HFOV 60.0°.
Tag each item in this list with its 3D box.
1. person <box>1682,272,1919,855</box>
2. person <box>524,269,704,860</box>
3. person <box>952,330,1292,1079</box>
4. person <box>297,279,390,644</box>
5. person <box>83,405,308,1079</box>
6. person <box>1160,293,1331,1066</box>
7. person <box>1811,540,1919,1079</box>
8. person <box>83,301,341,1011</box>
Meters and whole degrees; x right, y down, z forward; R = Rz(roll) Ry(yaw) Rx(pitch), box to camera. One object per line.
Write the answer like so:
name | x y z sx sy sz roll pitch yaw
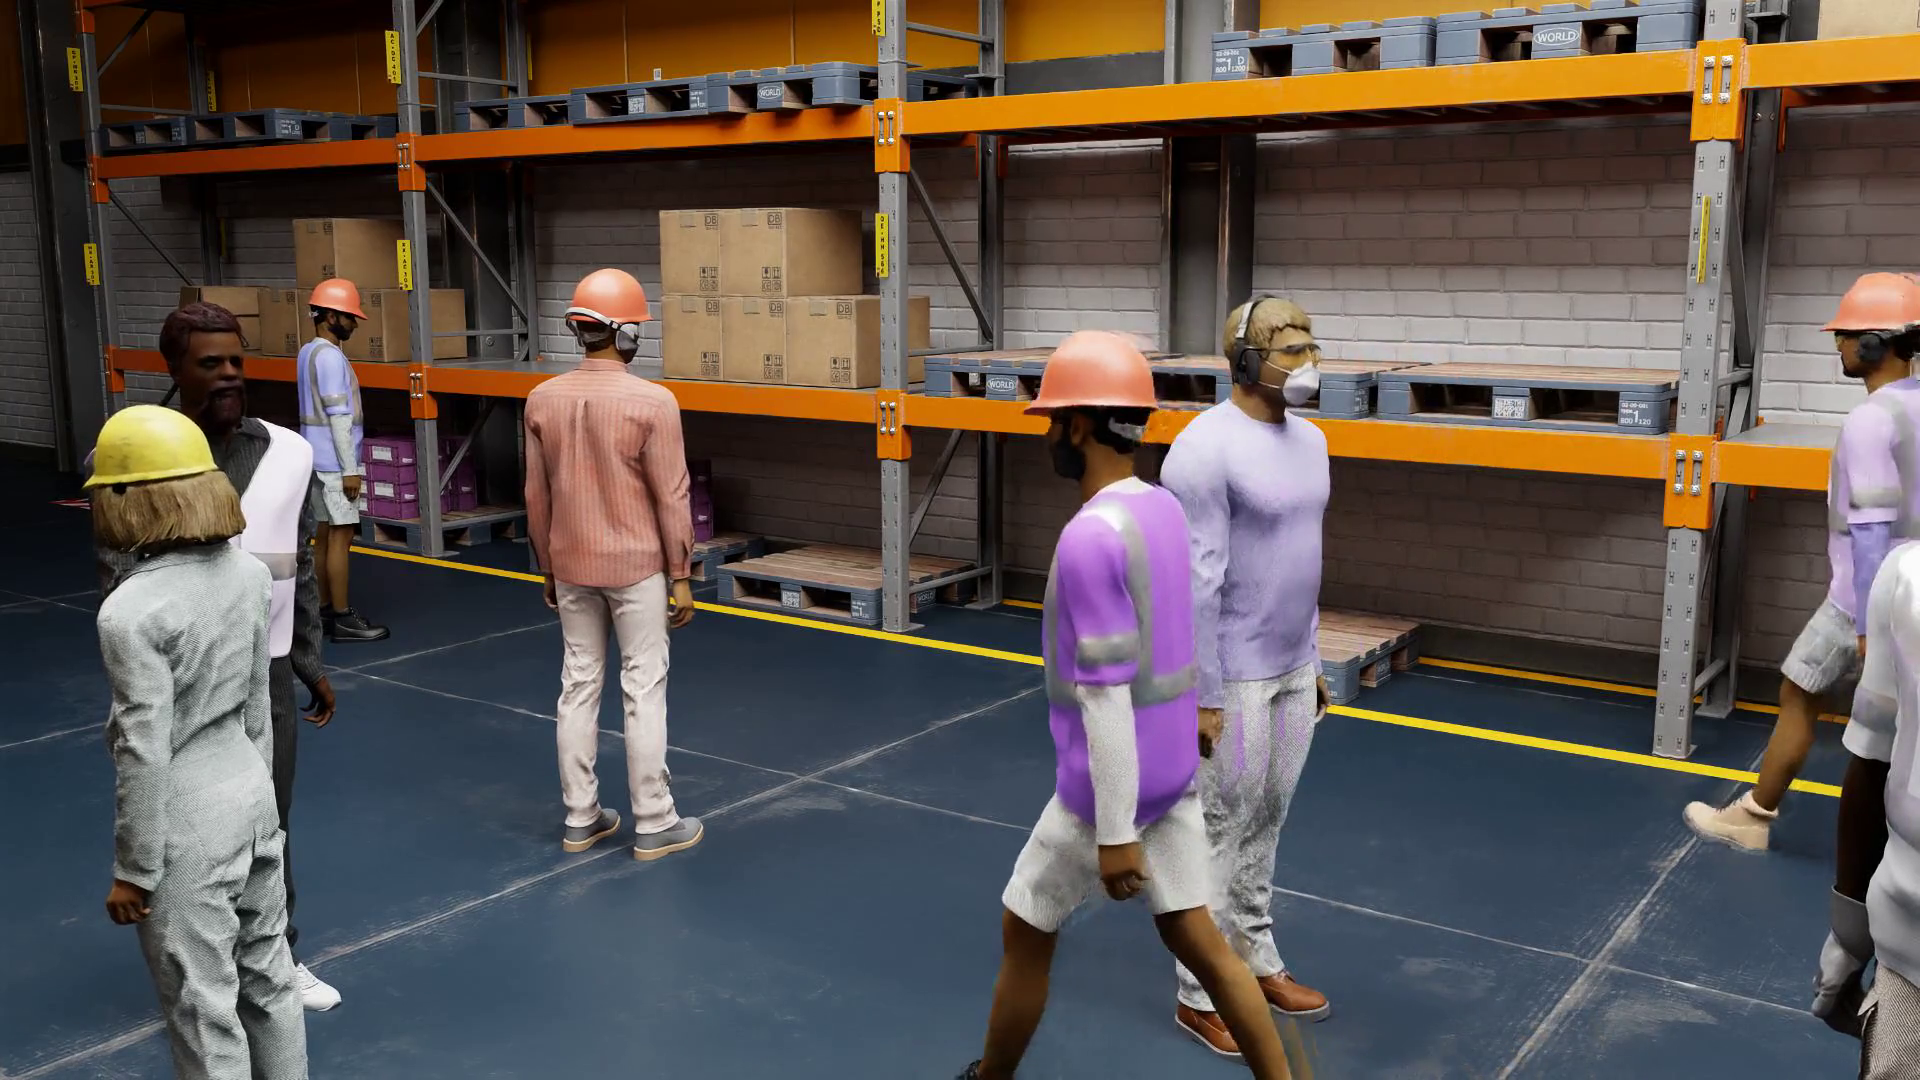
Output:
person | 2.950 0.146 5.344 0.606 1.996 1.063 -6 11 -34
person | -1.167 0.091 5.632 0.619 1.994 0.381 4 10 20
person | 0.368 0.492 3.613 1.015 1.882 0.548 5 11 27
person | -3.305 -0.417 8.861 0.374 1.928 0.543 -7 12 -36
person | -1.578 0.591 3.413 0.302 1.741 0.485 1 10 7
person | 0.761 0.344 4.291 0.372 1.940 0.631 8 12 39
person | 1.573 0.640 2.469 0.368 1.960 0.602 -7 12 -35
person | -1.930 0.344 4.346 0.392 1.922 0.593 7 12 36
